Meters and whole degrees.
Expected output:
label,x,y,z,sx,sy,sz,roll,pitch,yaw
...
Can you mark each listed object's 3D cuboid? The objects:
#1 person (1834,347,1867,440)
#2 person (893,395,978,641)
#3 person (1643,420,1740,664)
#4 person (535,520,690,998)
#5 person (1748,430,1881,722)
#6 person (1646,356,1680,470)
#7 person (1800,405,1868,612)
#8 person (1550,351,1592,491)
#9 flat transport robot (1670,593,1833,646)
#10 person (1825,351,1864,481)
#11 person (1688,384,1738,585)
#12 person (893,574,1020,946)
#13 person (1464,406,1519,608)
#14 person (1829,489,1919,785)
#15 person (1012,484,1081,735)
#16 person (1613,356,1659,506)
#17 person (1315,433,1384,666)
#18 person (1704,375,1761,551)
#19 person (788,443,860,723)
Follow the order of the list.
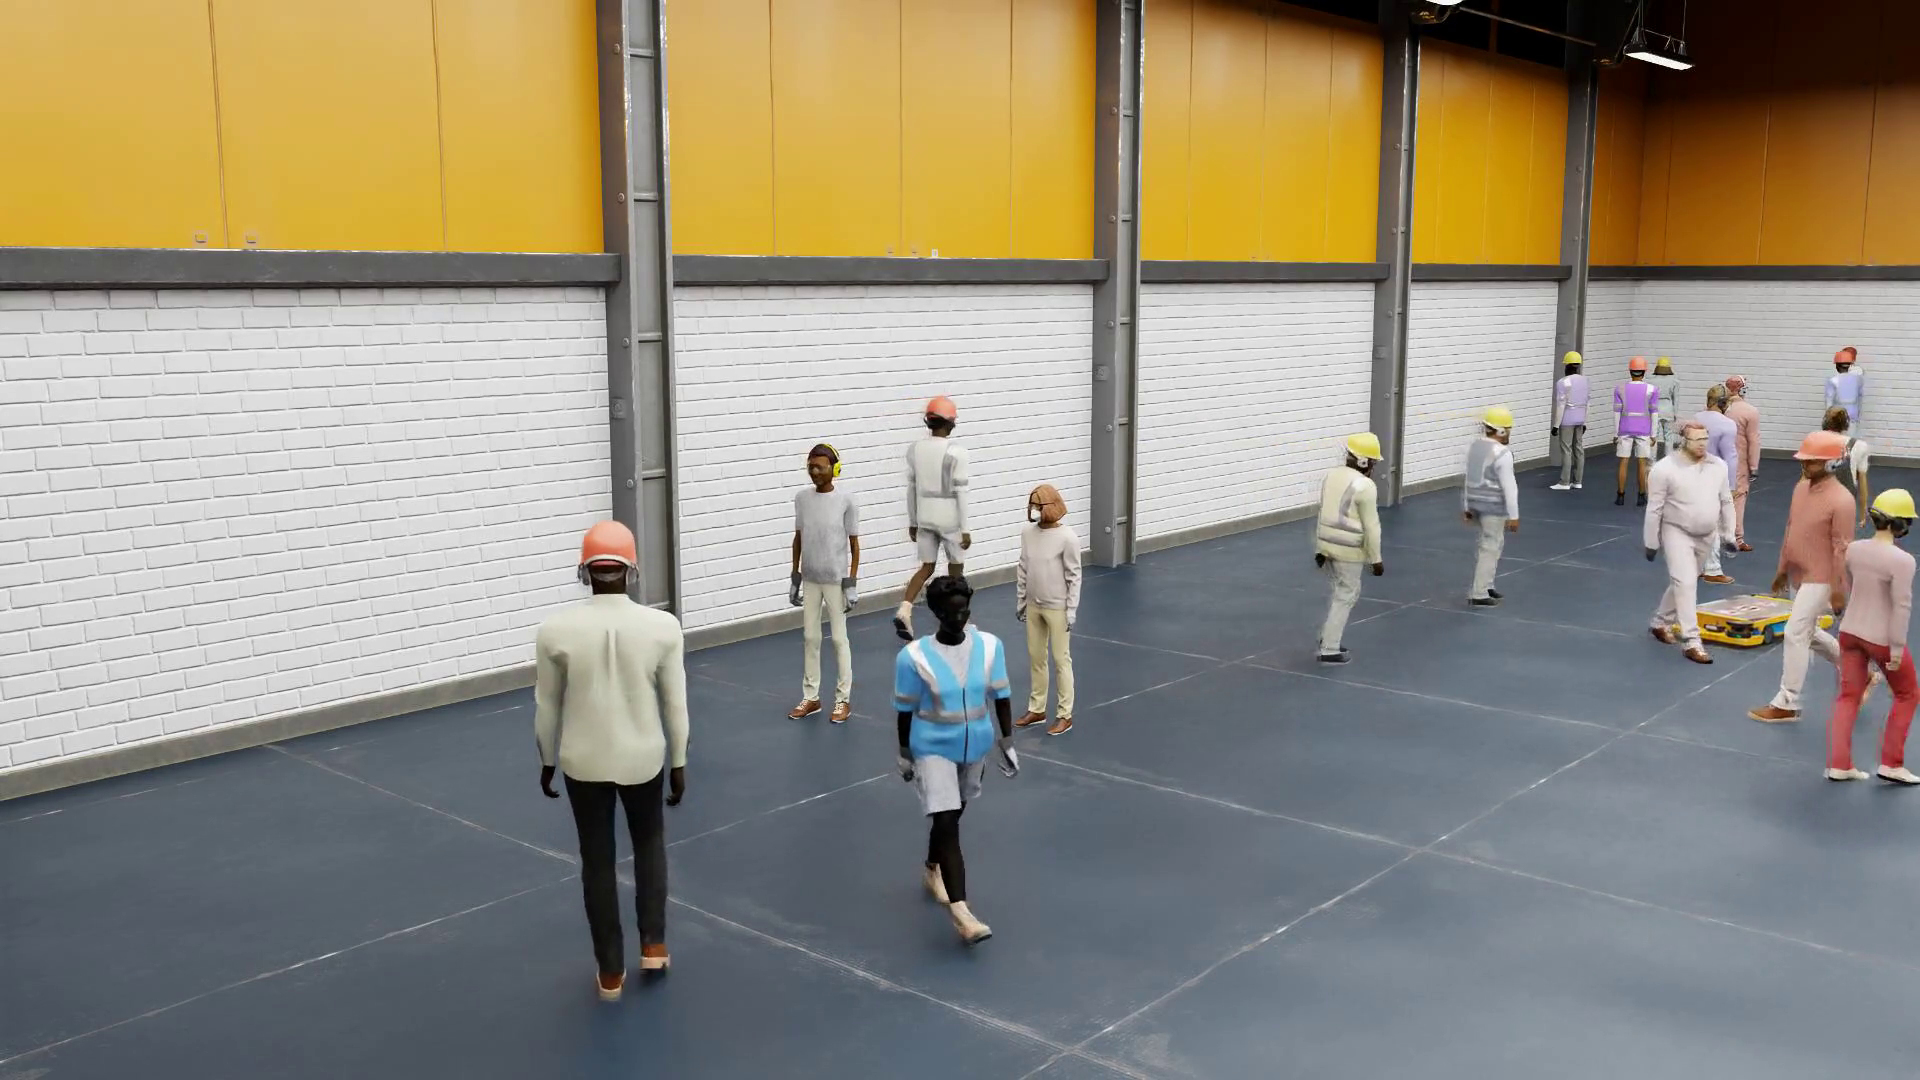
label,x,y,z,sx,sy,sz,roll,pitch,yaw
person,13.580,-2.012,25.481,0.578,1.882,0.346,-3,10,-19
person,-0.181,-0.164,13.457,0.624,2.022,0.831,7,11,36
person,5.733,-0.022,13.094,0.641,1.863,0.977,-2,9,-13
person,-1.451,0.900,6.933,0.616,1.977,0.517,-3,9,-16
person,5.757,0.241,11.075,0.885,1.968,0.619,0,9,1
person,10.687,-1.922,25.358,0.485,1.744,0.296,2,9,12
person,7.774,-0.298,14.902,0.550,1.821,0.731,2,9,10
person,8.449,-1.644,23.032,0.585,1.928,0.370,-4,10,-24
flat transport robot,6.581,0.649,13.821,1.431,0.197,0.652,-7,11,-36
person,12.803,-1.789,24.106,0.559,1.891,1.006,1,9,8
person,7.248,-0.536,16.065,0.372,1.934,0.627,-3,10,-18
person,-0.011,0.962,7.562,0.535,1.633,0.912,-4,10,-26
person,4.809,-0.286,14.870,0.560,1.812,0.614,-2,9,-14
person,5.401,0.570,9.714,0.595,1.749,0.526,-3,9,-16
person,0.567,0.447,10.826,0.269,1.632,0.505,-9,13,-44
person,8.705,-1.400,21.459,0.545,1.942,0.349,4,10,24
person,2.951,0.084,12.622,0.494,1.799,0.591,-3,9,-16
person,8.343,-0.829,17.985,0.409,1.907,0.651,-6,11,-35
person,-0.915,0.283,11.111,0.513,1.875,0.328,4,10,21
